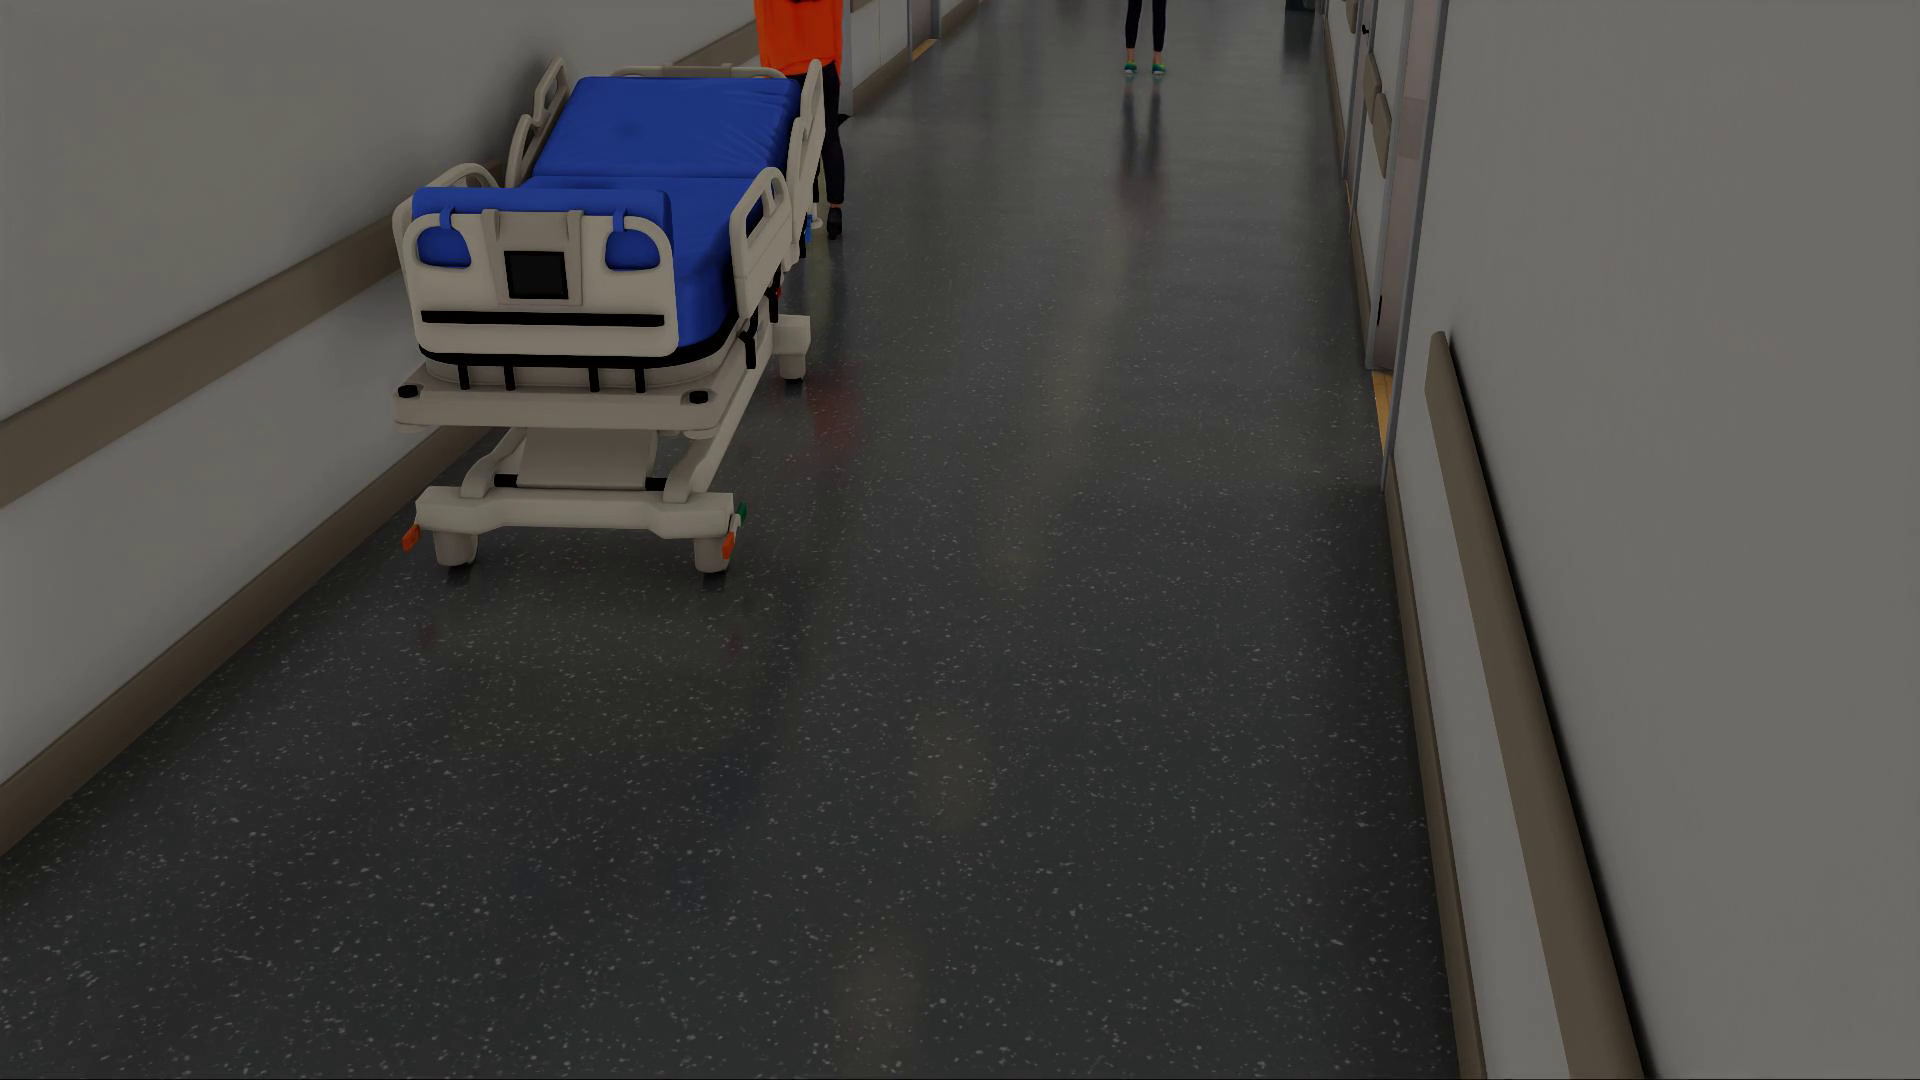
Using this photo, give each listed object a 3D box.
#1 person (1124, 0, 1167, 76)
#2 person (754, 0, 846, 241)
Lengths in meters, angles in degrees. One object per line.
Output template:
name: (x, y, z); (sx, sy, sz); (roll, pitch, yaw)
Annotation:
person: (1.517, -4.623, 13.329); (0.490, 1.702, 0.660); (6, 26, 13)
person: (-0.826, -2.456, 8.781); (0.638, 1.748, 0.761); (-7, 27, -15)
